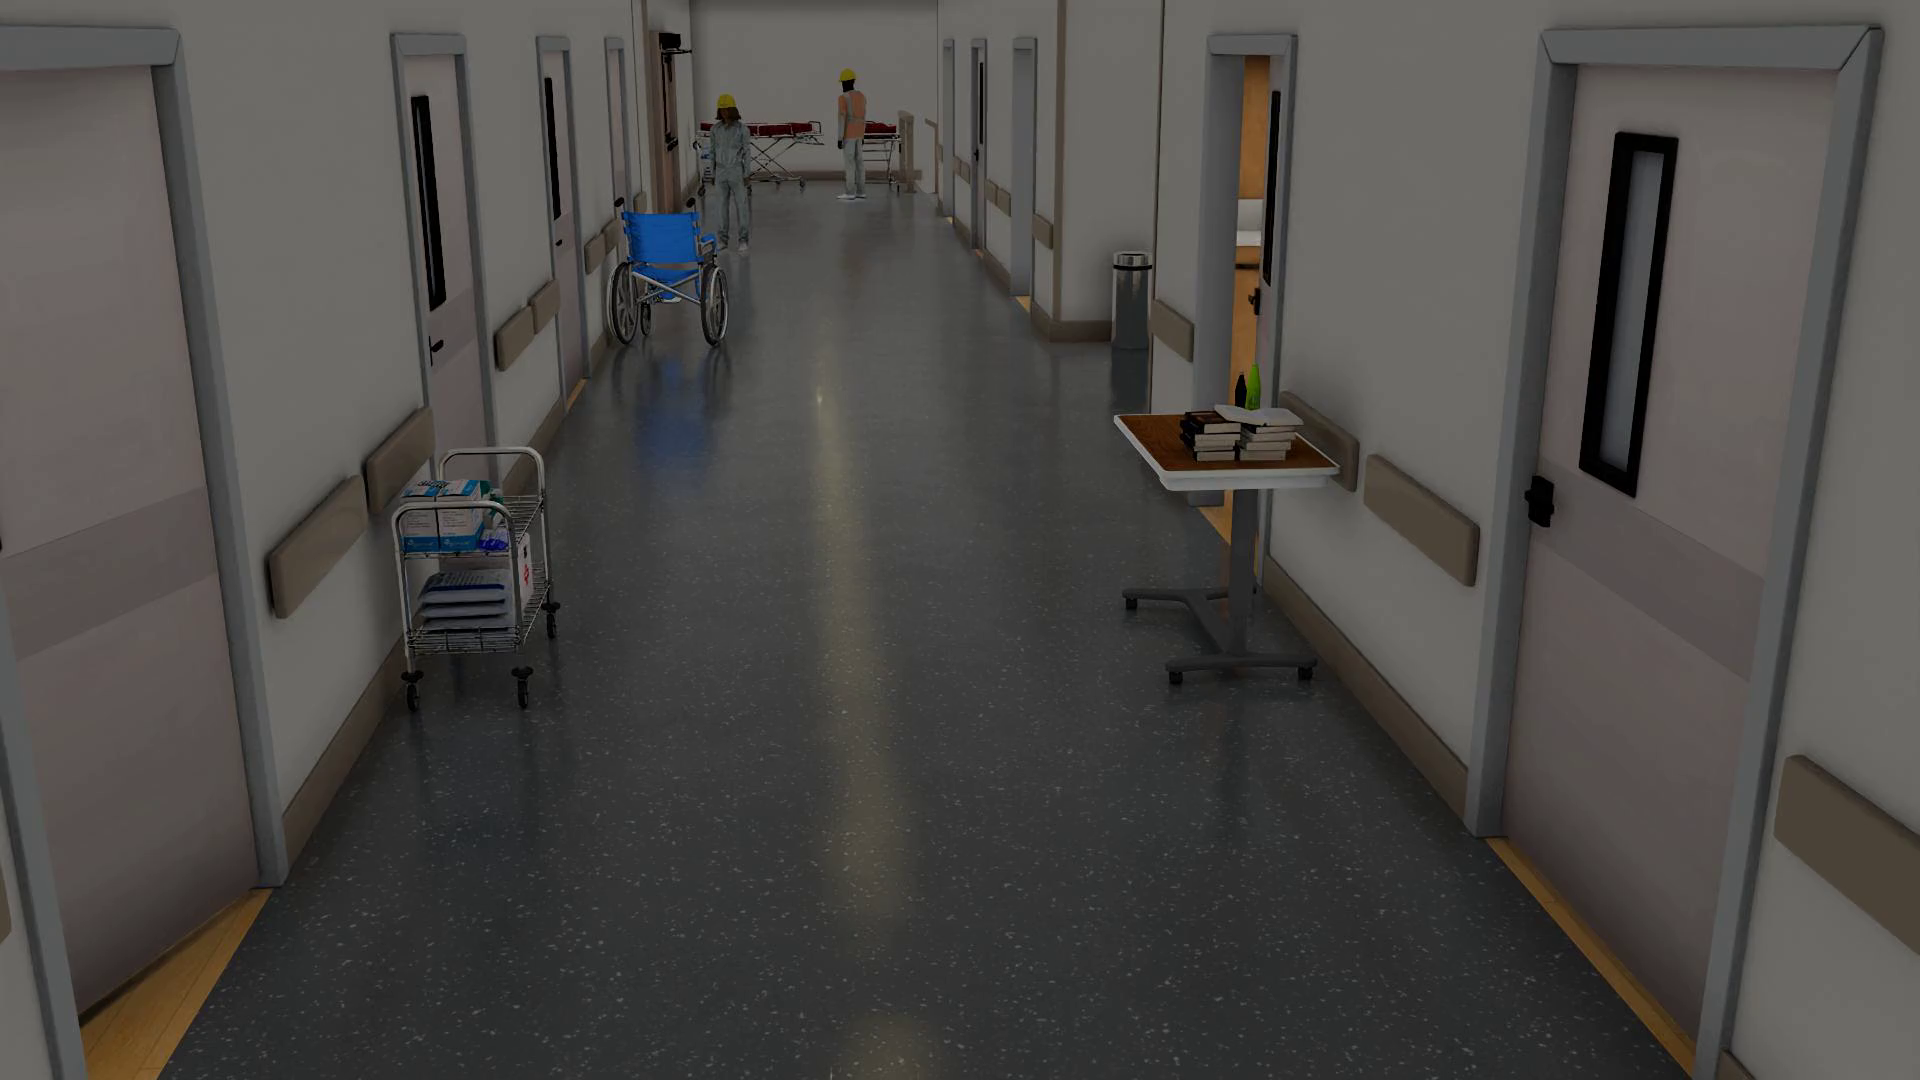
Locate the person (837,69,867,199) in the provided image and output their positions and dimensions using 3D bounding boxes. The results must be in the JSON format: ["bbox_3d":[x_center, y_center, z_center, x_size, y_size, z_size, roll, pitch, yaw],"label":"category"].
[{"bbox_3d":[-1.649,-6.114,25.098,0.398,1.920,0.586,12,20,34],"label":"person"}]

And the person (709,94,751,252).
[{"bbox_3d":[-2.599,-4.131,18.768,0.491,1.744,0.295,4,17,12],"label":"person"}]
